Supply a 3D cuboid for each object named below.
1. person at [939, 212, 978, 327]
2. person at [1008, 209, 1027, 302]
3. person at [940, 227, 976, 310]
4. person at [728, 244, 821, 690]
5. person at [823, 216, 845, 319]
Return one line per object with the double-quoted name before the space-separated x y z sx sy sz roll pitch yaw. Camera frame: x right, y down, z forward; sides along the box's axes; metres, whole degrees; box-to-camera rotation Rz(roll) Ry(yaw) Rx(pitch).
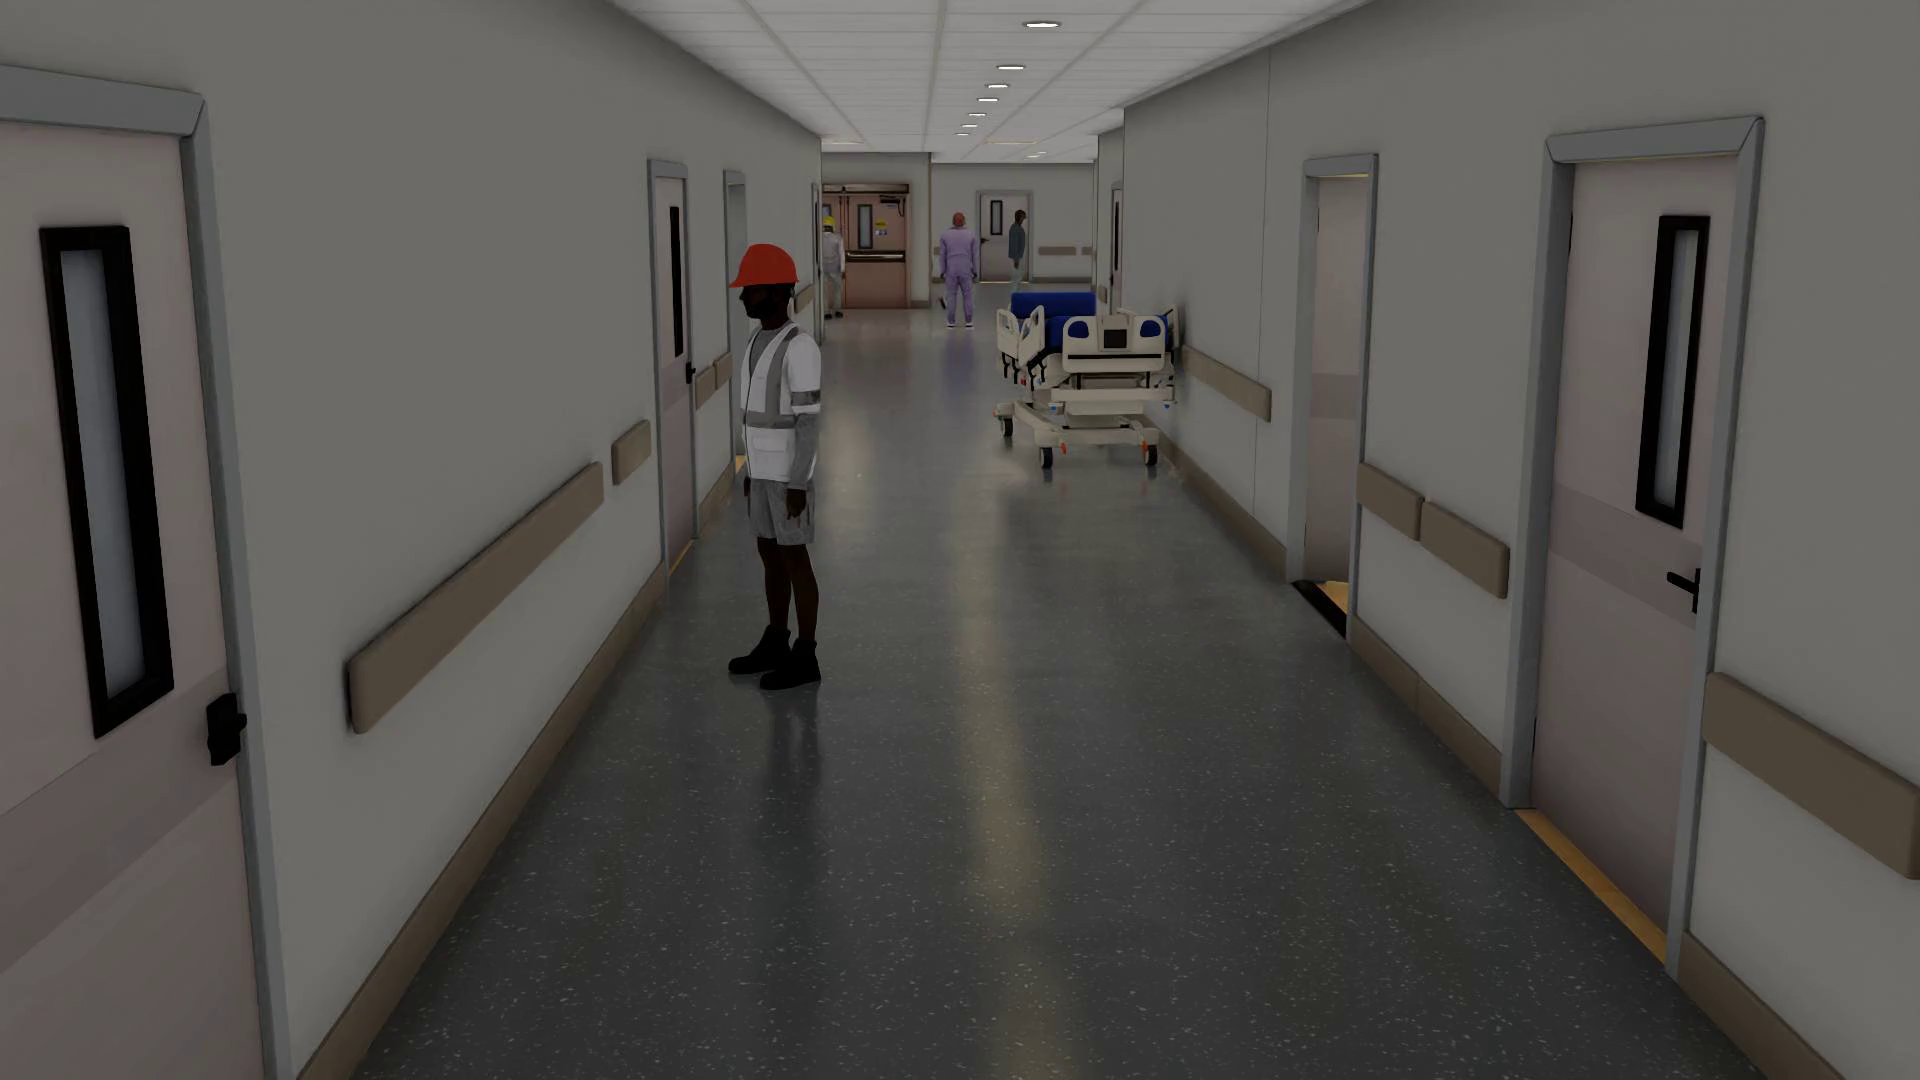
"person" -0.020 -4.514 27.818 0.646 1.907 0.401 0 12 -1
"person" 1.133 -5.512 32.642 0.380 1.928 0.634 2 12 10
"person" -0.033 -5.191 31.826 0.677 1.620 0.521 -8 14 -34
"person" -0.817 -0.316 7.295 0.359 1.938 0.547 -8 14 -33
"person" -2.300 -4.857 29.715 0.627 1.807 0.704 3 12 12
